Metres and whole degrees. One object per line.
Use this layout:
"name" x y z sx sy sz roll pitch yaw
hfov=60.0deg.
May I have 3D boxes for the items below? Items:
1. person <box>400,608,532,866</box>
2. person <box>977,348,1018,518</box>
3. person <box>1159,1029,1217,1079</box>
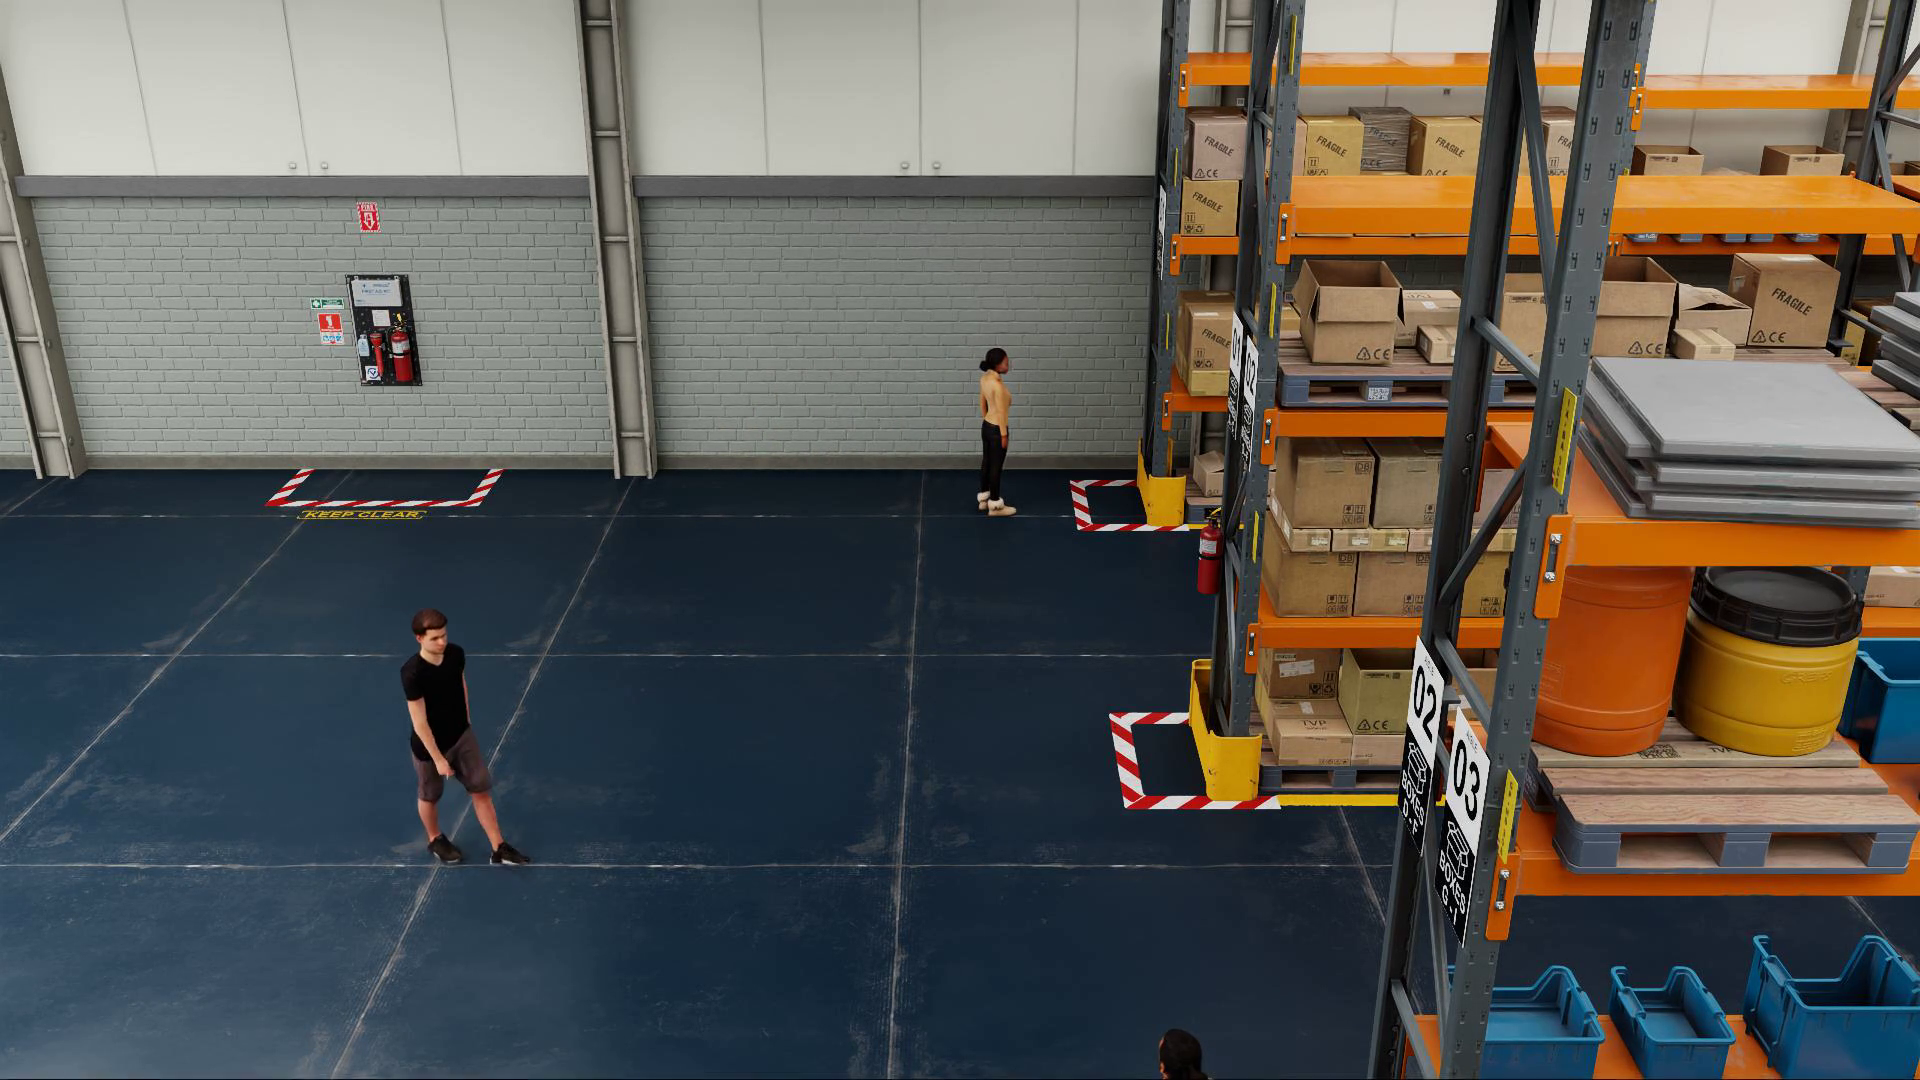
"person" -3.335 1.237 10.499 1.165 1.829 1.029 14 27 30
"person" 0.328 -1.056 16.109 0.671 1.658 0.674 -10 25 -21
"person" 0.890 2.784 6.957 0.703 1.753 0.812 -14 27 -30
